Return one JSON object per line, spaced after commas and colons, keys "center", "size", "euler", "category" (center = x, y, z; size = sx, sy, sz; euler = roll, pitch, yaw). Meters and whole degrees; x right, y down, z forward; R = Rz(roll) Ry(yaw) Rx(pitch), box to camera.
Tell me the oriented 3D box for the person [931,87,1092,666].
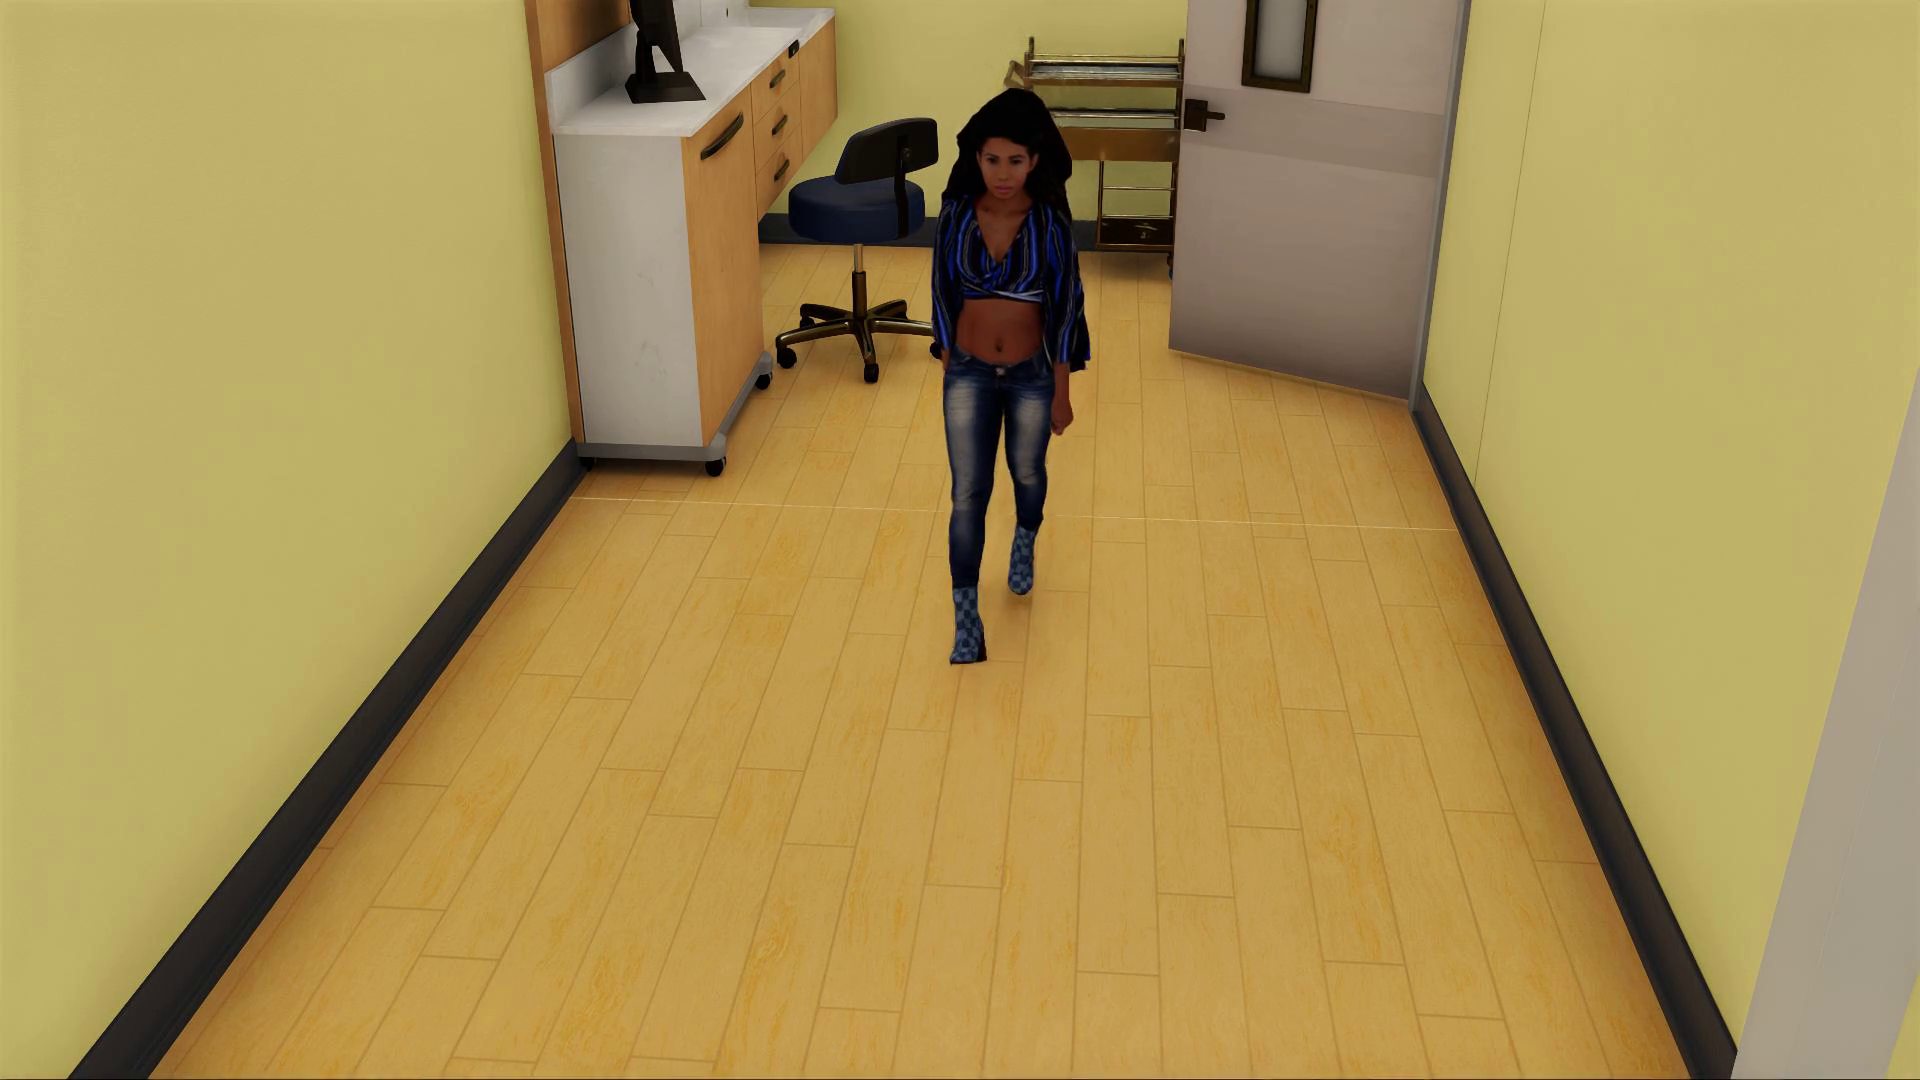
{"center": [0.141, -0.471, 4.801], "size": [0.981, 1.571, 0.707], "euler": [4, 26, 7], "category": "person"}
